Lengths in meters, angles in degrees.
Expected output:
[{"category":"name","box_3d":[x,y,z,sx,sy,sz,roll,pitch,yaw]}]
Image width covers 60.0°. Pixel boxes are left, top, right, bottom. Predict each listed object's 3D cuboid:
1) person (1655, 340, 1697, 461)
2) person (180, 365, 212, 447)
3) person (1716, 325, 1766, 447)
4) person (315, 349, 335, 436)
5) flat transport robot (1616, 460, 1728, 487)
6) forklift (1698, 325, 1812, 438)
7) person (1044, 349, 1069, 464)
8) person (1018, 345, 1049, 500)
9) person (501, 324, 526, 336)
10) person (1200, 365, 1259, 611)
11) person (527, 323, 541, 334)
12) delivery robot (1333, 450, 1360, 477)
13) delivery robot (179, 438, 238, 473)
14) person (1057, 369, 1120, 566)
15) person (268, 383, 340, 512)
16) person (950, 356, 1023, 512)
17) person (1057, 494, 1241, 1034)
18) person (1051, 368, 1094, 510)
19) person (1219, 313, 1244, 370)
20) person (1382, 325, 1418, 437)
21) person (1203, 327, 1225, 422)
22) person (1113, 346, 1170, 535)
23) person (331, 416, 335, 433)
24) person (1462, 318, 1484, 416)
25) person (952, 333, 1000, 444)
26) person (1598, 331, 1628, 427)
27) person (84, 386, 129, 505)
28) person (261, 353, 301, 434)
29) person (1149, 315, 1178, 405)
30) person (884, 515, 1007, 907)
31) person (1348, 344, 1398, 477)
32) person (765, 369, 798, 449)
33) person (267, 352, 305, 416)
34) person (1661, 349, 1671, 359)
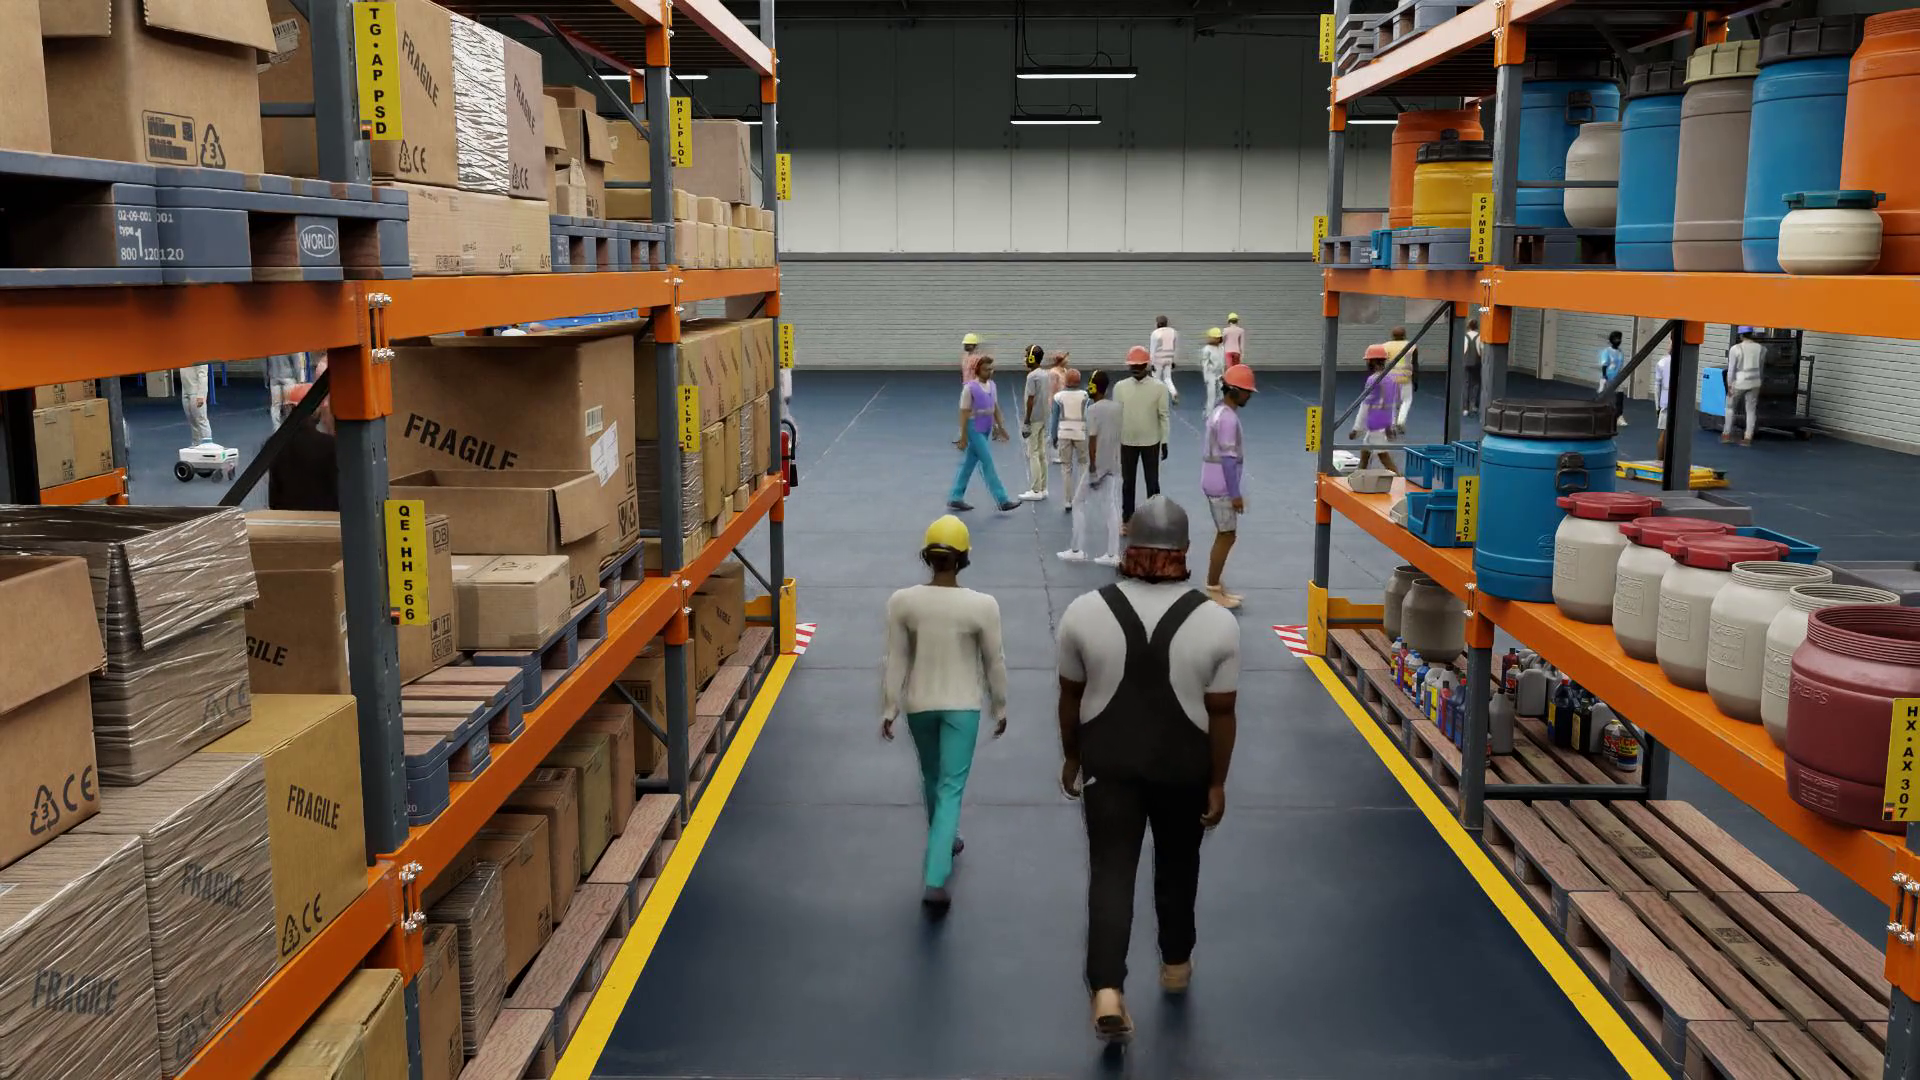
[{"category":"person","box_3d":[9.523,-1.799,22.127,0.371,1.939,0.543,-8,12,-39]},{"category":"person","box_3d":[-10.993,-2.087,23.853,0.630,1.940,0.372,8,13,41]},{"category":"person","box_3d":[12.236,-2.440,26.036,0.640,1.912,0.808,0,9,-2]},{"category":"person","box_3d":[-7.853,-1.572,20.882,0.423,1.891,0.669,-4,10,-22]},{"category":"flat transport robot","box_3d":[9.248,-0.879,21.726,0.652,0.197,1.431,-3,10,-18]},{"category":"forklift","box_3d":[13.248,-3.165,27.620,1.129,2.768,1.873,0,9,1]},{"category":"person","box_3d":[1.366,-1.899,23.676,0.432,1.627,0.517,5,11,26]},{"category":"person","box_3d":[0.904,-1.427,20.145,0.323,1.865,0.516,5,11,26]},{"category":"person","box_3d":[-8.524,-3.393,31.878,0.513,1.872,0.331,1,10,5]},{"category":"person","box_3d":[2.193,-0.426,13.659,0.481,2.015,0.634,0,9,3]},{"category":"person","box_3d":[-6.748,-2.501,26.458,0.432,1.892,0.678,4,10,23]},{"category":"delivery robot","box_3d":[4.832,-0.956,21.057,0.477,0.478,0.707,-1,10,-7]},{"category":"delivery robot","box_3d":[-9.898,-1.100,21.924,0.707,0.478,0.477,2,10,12]},{"category":"person","box_3d":[1.252,-0.693,15.798,0.523,1.842,0.798,-9,13,-43]},{"category":"person","box_3d":[-4.791,-0.161,12.202,0.619,1.976,0.643,3,10,17]},{"category":"person","box_3d":[0.283,-1.208,19.037,0.978,1.777,0.552,5,11,27]},{"category":"person","box_3d":[0.694,0.823,6.242,0.684,2.000,0.960,2,10,12]},{"category":"person","box_3d":[1.325,-1.169,19.255,0.560,1.619,0.547,2,10,13]},{"category":"person","box_3d":[5.941,-4.113,36.588,0.539,1.747,0.697,-2,10,-11]},{"category":"person","box_3d":[7.183,-2.604,27.277,0.650,1.827,0.433,4,10,24]},{"category":"person","box_3d":[4.462,-2.840,28.993,0.501,1.725,0.370,-7,12,-36]},{"category":"person","box_3d":[1.884,-1.036,17.403,0.633,1.989,0.400,3,10,19]},{"category":"person","box_3d":[-7.196,-1.461,20.092,0.644,1.937,1.003,8,12,38]},{"category":"person","box_3d":[9.645,-3.273,31.365,0.516,1.806,0.893,3,10,18]},{"category":"person","box_3d":[0.264,-2.419,26.437,0.795,1.743,0.526,-6,11,-32]},{"category":"person","box_3d":[11.474,-2.871,29.370,0.530,1.671,0.824,-3,10,-19]},{"category":"person","box_3d":[-8.124,-0.627,15.834,0.468,1.683,0.549,4,10,21]},{"category":"person","box_3d":[-10.935,-2.585,26.841,0.635,1.936,0.354,0,9,2]},{"category":"person","box_3d":[3.991,-3.499,32.629,0.640,1.830,0.606,-5,11,-27]},{"category":"person","box_3d":[-0.073,0.748,7.531,0.542,1.720,0.919,3,10,17]},{"category":"person","box_3d":[4.874,-1.366,19.677,0.996,1.883,0.562,6,11,34]},{"category":"person","box_3d":[-2.797,-2.261,25.161,0.651,1.871,0.942,4,10,23]},{"category":"person","box_3d":[-12.492,-3.240,30.864,0.906,1.898,0.562,1,10,8]},{"category":"person","box_3d":[11.606,-2.443,27.002,0.516,1.585,0.838,4,10,22]}]
